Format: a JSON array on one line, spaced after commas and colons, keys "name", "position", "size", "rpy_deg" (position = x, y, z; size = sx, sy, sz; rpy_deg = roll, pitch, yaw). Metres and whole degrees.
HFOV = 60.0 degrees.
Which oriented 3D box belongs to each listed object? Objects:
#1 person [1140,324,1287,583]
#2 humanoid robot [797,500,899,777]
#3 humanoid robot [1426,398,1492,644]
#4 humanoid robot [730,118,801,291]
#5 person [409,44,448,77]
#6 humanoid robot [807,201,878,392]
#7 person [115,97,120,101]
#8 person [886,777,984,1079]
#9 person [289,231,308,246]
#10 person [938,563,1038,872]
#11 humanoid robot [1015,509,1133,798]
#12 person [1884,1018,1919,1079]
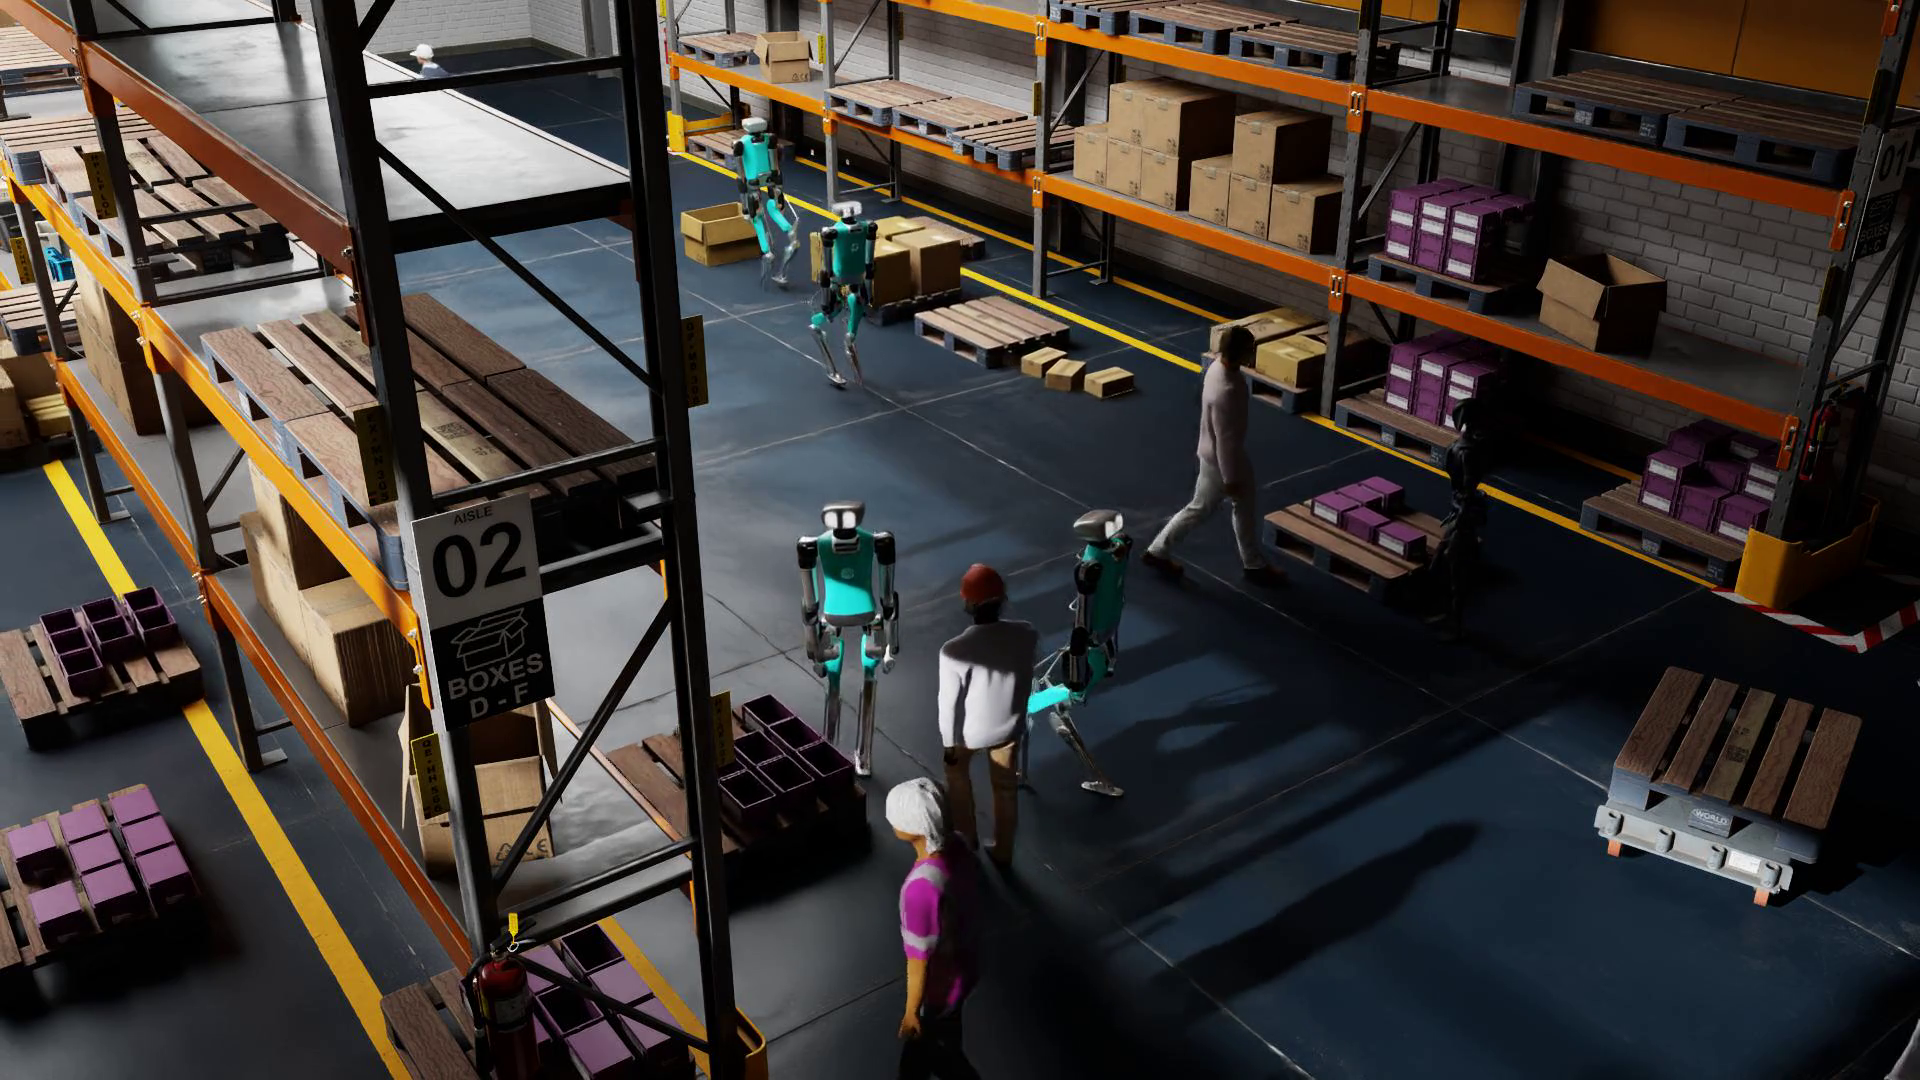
[{"name": "person", "position": [1.755, -0.570, 11.318], "size": [1.003, 1.895, 0.645], "rpy_deg": [6, 27, 11]}, {"name": "humanoid robot", "position": [-0.611, 0.529, 9.324], "size": [0.542, 1.818, 0.676], "rpy_deg": [-2, 27, -4]}, {"name": "humanoid robot", "position": [3.206, -0.111, 10.640], "size": [0.316, 1.649, 0.614], "rpy_deg": [6, 27, 12]}, {"name": "humanoid robot", "position": [-1.925, -3.365, 17.126], "size": [0.540, 1.853, 0.775], "rpy_deg": [-21, 34, -36]}, {"name": "person", "position": [-6.609, -5.402, 21.086], "size": [0.607, 1.742, 0.771], "rpy_deg": [7, 28, 14]}, {"name": "humanoid robot", "position": [-1.070, -2.127, 14.613], "size": [0.537, 1.797, 0.835], "rpy_deg": [-17, 31, -30]}, {"name": "person", "position": [-10.390, -5.128, 20.283], "size": [0.401, 1.986, 0.610], "rpy_deg": [5, 27, 10]}, {"name": "person", "position": [-0.091, 1.748, 6.797], "size": [0.753, 1.818, 0.565], "rpy_deg": [9, 28, 17]}, {"name": "person", "position": [-6.264, -2.568, 15.582], "size": [0.287, 1.629, 0.498], "rpy_deg": [12, 29, 23]}, {"name": "person", "position": [0.113, 0.895, 8.571], "size": [0.573, 1.731, 0.557], "rpy_deg": [-11, 29, -21]}, {"name": "humanoid robot", "position": [0.520, 0.627, 9.136], "size": [0.859, 1.803, 0.544], "rpy_deg": [14, 30, 25]}, {"name": "person", "position": [4.212, 1.780, 6.764], "size": [0.982, 1.777, 0.682], "rpy_deg": [-9, 28, -18]}]
